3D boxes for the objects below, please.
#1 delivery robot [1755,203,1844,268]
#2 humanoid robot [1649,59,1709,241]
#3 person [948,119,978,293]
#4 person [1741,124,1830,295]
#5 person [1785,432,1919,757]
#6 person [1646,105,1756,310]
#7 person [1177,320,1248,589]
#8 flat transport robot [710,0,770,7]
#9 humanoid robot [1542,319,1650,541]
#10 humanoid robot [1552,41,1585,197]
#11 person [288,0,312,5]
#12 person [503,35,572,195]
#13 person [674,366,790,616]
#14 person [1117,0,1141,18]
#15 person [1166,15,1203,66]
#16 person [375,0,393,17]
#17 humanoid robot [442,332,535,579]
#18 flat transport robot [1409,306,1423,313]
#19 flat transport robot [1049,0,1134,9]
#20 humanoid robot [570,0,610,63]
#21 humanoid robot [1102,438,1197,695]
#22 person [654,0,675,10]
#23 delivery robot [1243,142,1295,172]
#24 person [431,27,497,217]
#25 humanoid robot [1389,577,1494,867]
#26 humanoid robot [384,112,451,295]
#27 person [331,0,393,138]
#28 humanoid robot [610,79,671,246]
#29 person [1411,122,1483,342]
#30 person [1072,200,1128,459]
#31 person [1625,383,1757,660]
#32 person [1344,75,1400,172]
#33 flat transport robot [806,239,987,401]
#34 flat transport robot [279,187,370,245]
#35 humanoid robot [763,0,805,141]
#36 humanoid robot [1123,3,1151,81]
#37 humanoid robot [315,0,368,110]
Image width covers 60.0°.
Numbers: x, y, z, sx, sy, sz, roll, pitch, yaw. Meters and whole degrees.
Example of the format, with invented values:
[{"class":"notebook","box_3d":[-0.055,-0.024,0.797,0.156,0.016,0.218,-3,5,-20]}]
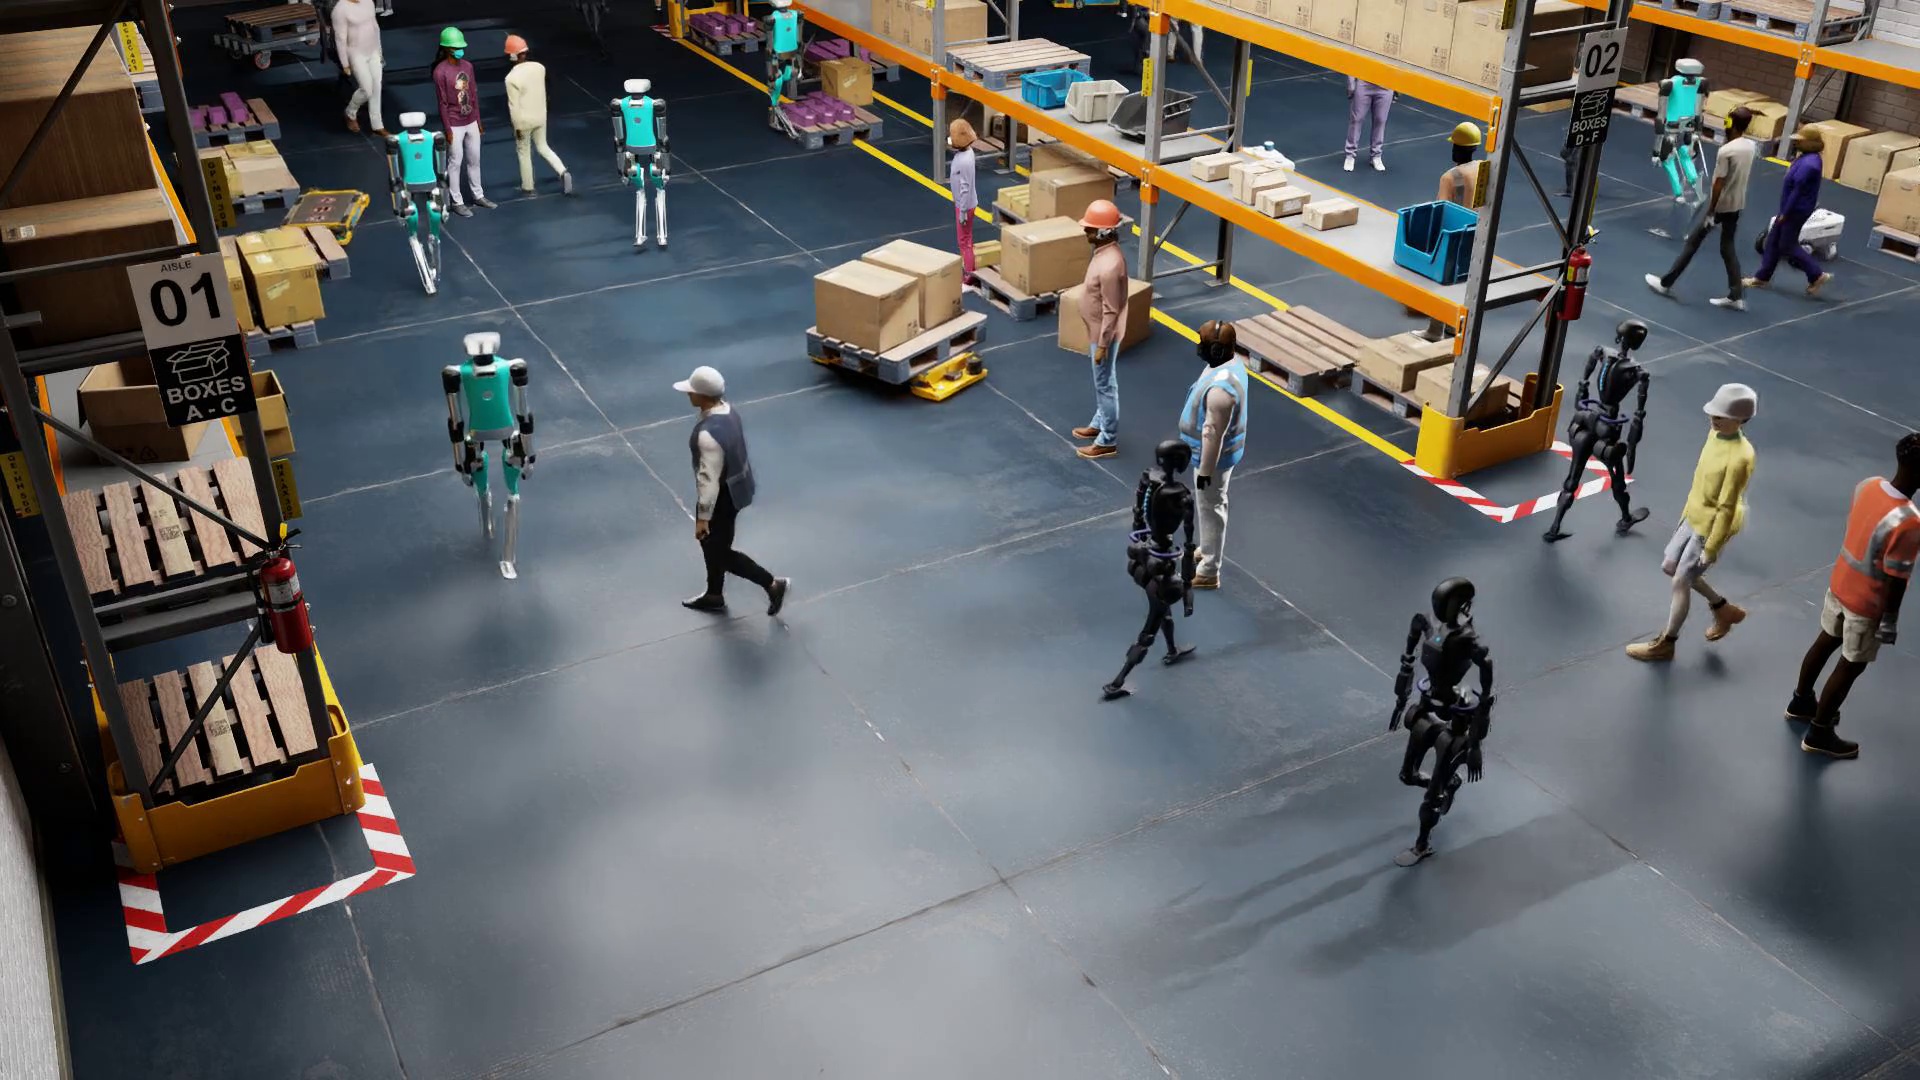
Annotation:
[{"class":"delivery robot","box_3d":[8.302,-3.014,16.382,0.778,0.607,0.522,-12,32,-20]},{"class":"humanoid robot","box_3d":[7.276,-3.839,16.625,0.533,1.771,0.845,-8,31,-13]},{"class":"person","box_3d":[0.024,-3.098,15.442,0.278,1.628,0.503,-2,30,-3]},{"class":"person","box_3d":[7.774,-3.028,15.341,0.666,1.600,0.471,12,32,19]},{"class":"person","box_3d":[5.032,0.291,9.217,0.387,1.955,0.602,2,30,4]},{"class":"person","box_3d":[6.906,-3.030,15.142,0.542,1.809,0.892,-18,34,-28]},{"class":"person","box_3d":[1.628,-0.562,10.816,0.430,1.838,0.622,5,30,9]},{"class":"flat transport robot","box_3d":[-3.262,-8.685,26.528,1.431,0.231,0.659,-8,31,-13]},{"class":"humanoid robot","box_3d":[4.438,-0.778,11.391,0.773,1.625,0.609,-15,33,-24]},{"class":"humanoid robot","box_3d":[6.656,-4.499,17.829,0.381,1.648,0.589,12,32,21]},{"class":"person","box_3d":[-9.864,-8.432,24.546,0.665,1.814,0.523,4,30,7]},{"class":"person","box_3d":[-4.577,-4.521,17.805,0.660,1.731,0.565,19,35,29]},{"class":"person","box_3d":[-1.456,-0.274,10.409,0.658,1.735,0.753,0,30,-1]},{"class":"person","box_3d":[2.630,-8.918,25.350,0.525,1.845,0.324,-3,30,-5]},{"class":"person","box_3d":[3.086,-7.500,22.863,0.566,1.865,0.805,-17,34,-27]},{"class":"person","box_3d":[-9.005,-8.886,25.506,0.505,1.631,0.267,22,36,33]},{"class":"humanoid robot","box_3d":[-3.109,-0.628,11.087,0.553,1.827,0.878,-10,31,-16]},{"class":"flat transport robot","box_3d":[4.493,-2.485,15.735,0.659,0.231,1.431,2,30,3]},{"class":"flat transport robot","box_3d":[2.154,-8.633,26.438,1.431,0.231,0.659,-3,30,-6]},{"class":"humanoid robot","box_3d":[-5.142,-7.471,23.014,0.608,1.637,0.467,8,31,13]},{"class":"humanoid robot","box_3d":[1.172,0.143,9.799,0.779,1.633,0.608,-16,33,-25]},{"class":"person","box_3d":[-4.651,-9.158,25.863,0.559,1.748,0.328,-6,30,-10]},{"class":"delivery robot","box_3d":[3.350,-4.037,18.142,0.499,0.587,0.788,-10,31,-17]},{"class":"person","box_3d":[-5.198,-4.357,17.323,0.436,1.942,0.487,18,35,29]},{"class":"humanoid robot","box_3d":[2.502,0.896,8.452,0.539,1.643,0.610,-18,35,-29]},{"class":"humanoid robot","box_3d":[-5.001,-3.107,15.421,0.554,1.870,0.843,-12,32,-21]},{"class":"person","box_3d":[-7.115,-5.734,19.736,0.515,1.921,0.625,13,32,22]},{"class":"humanoid robot","box_3d":[-3.070,-3.739,16.310,0.533,1.677,0.735,0,30,-1]},{"class":"person","box_3d":[4.249,-2.640,14.343,0.586,1.927,0.359,-22,37,-34]},{"class":"person","box_3d":[1.044,-1.564,12.403,0.393,1.993,0.610,1,30,2]},{"class":"person","box_3d":[4.495,-0.087,9.945,0.616,1.876,0.496,3,30,5]},{"class":"person","box_3d":[4.642,-5.088,18.625,0.638,1.908,0.413,0,30,-1]},{"class":"flat transport robot","box_3d":[-0.528,-1.536,14.084,1.431,0.231,0.659,22,36,33]},{"class":"flat transport robot","box_3d":[-6.583,-3.349,17.240,0.659,0.231,1.431,-4,30,-7]},{"class":"humanoid robot","box_3d":[-2.161,-5.575,19.640,0.548,1.735,1.023,-22,36,-33]},{"class":"humanoid robot","box_3d":[2.407,-6.959,22.134,0.691,1.636,0.589,20,36,31]},{"class":"humanoid robot","box_3d":[-7.840,-6.228,20.879,0.763,1.631,0.611,10,31,17]}]
